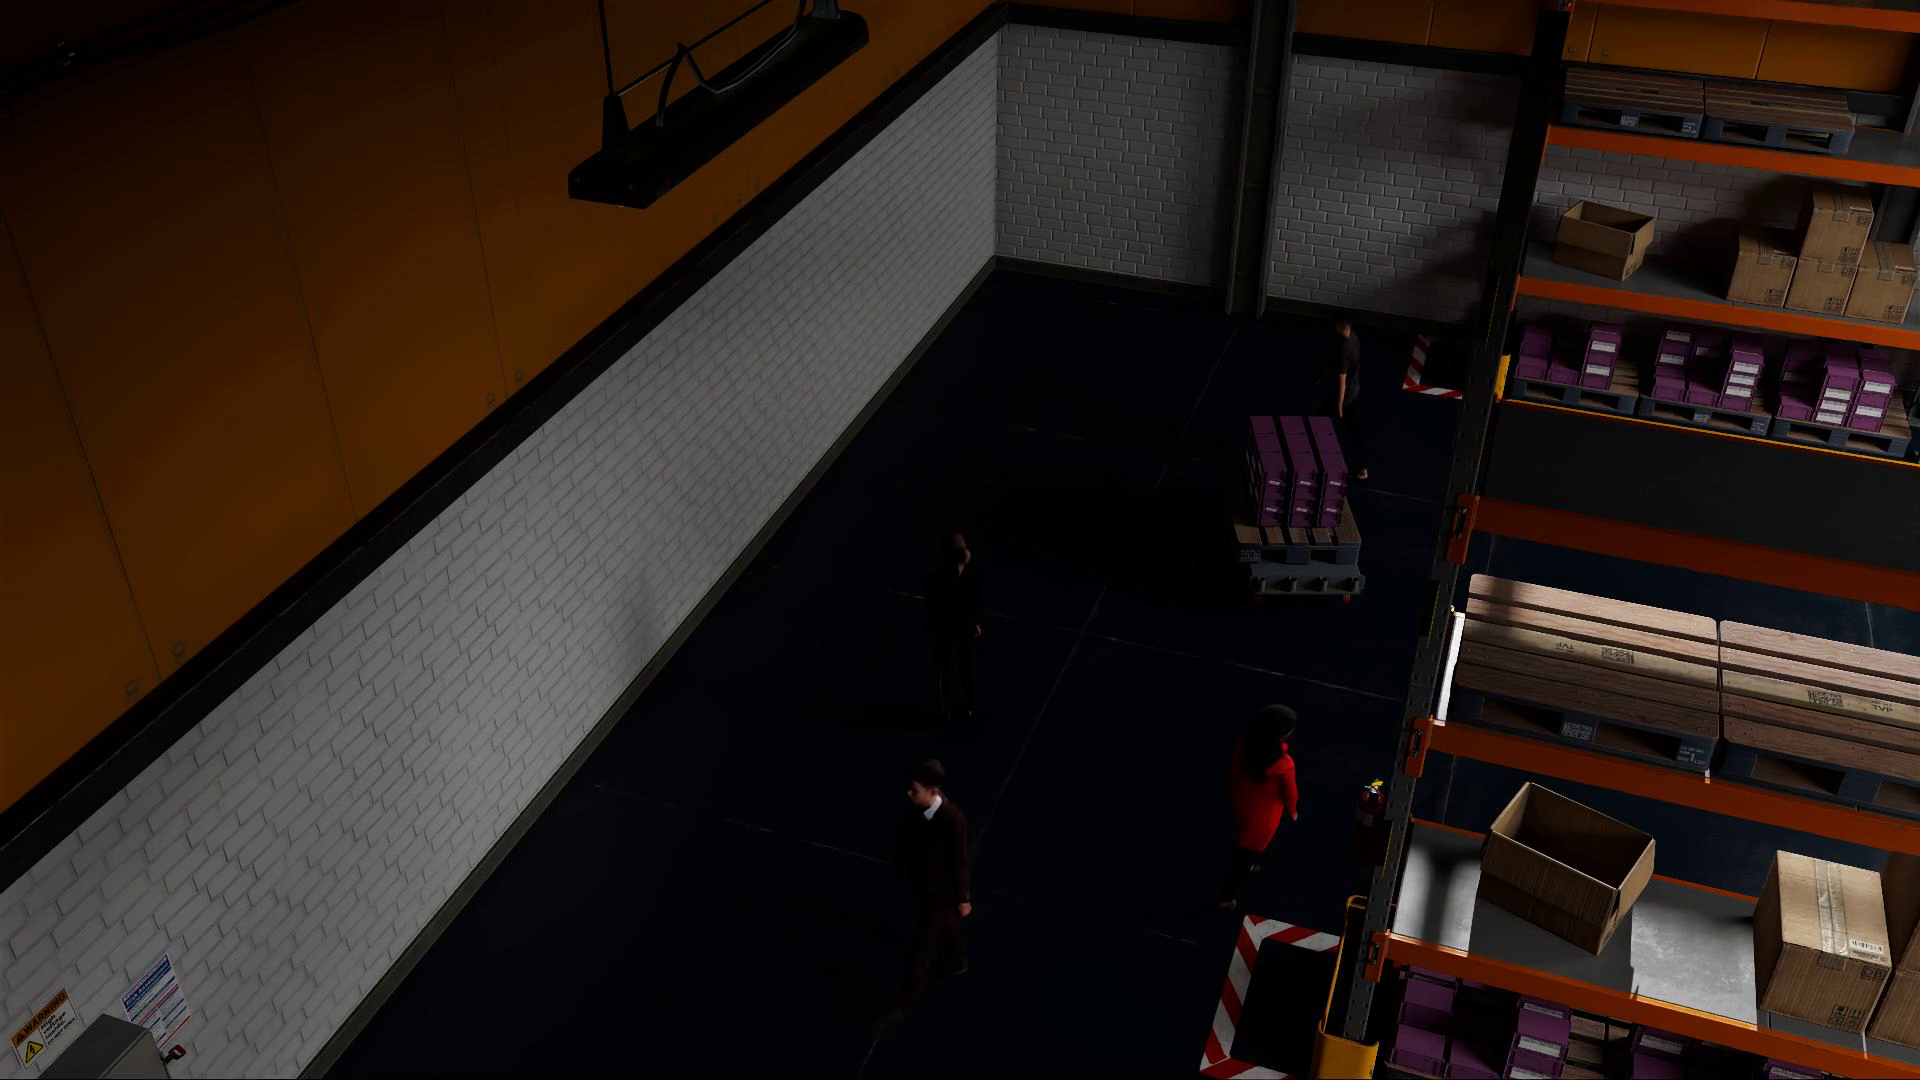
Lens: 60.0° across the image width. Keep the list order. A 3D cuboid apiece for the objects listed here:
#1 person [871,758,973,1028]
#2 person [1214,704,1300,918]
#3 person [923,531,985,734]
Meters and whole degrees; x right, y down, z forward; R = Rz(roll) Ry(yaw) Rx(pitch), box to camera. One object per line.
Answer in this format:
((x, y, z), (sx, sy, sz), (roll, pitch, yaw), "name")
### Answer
((-0.083, 2.002, 9.907), (1.117, 1.839, 1.089), (-19, 38, -26), "person")
((1.809, 1.753, 10.390), (0.863, 1.718, 0.825), (-24, 40, -31), "person")
((-0.048, 0.664, 12.038), (0.686, 1.707, 0.761), (-12, 35, -17), "person")
